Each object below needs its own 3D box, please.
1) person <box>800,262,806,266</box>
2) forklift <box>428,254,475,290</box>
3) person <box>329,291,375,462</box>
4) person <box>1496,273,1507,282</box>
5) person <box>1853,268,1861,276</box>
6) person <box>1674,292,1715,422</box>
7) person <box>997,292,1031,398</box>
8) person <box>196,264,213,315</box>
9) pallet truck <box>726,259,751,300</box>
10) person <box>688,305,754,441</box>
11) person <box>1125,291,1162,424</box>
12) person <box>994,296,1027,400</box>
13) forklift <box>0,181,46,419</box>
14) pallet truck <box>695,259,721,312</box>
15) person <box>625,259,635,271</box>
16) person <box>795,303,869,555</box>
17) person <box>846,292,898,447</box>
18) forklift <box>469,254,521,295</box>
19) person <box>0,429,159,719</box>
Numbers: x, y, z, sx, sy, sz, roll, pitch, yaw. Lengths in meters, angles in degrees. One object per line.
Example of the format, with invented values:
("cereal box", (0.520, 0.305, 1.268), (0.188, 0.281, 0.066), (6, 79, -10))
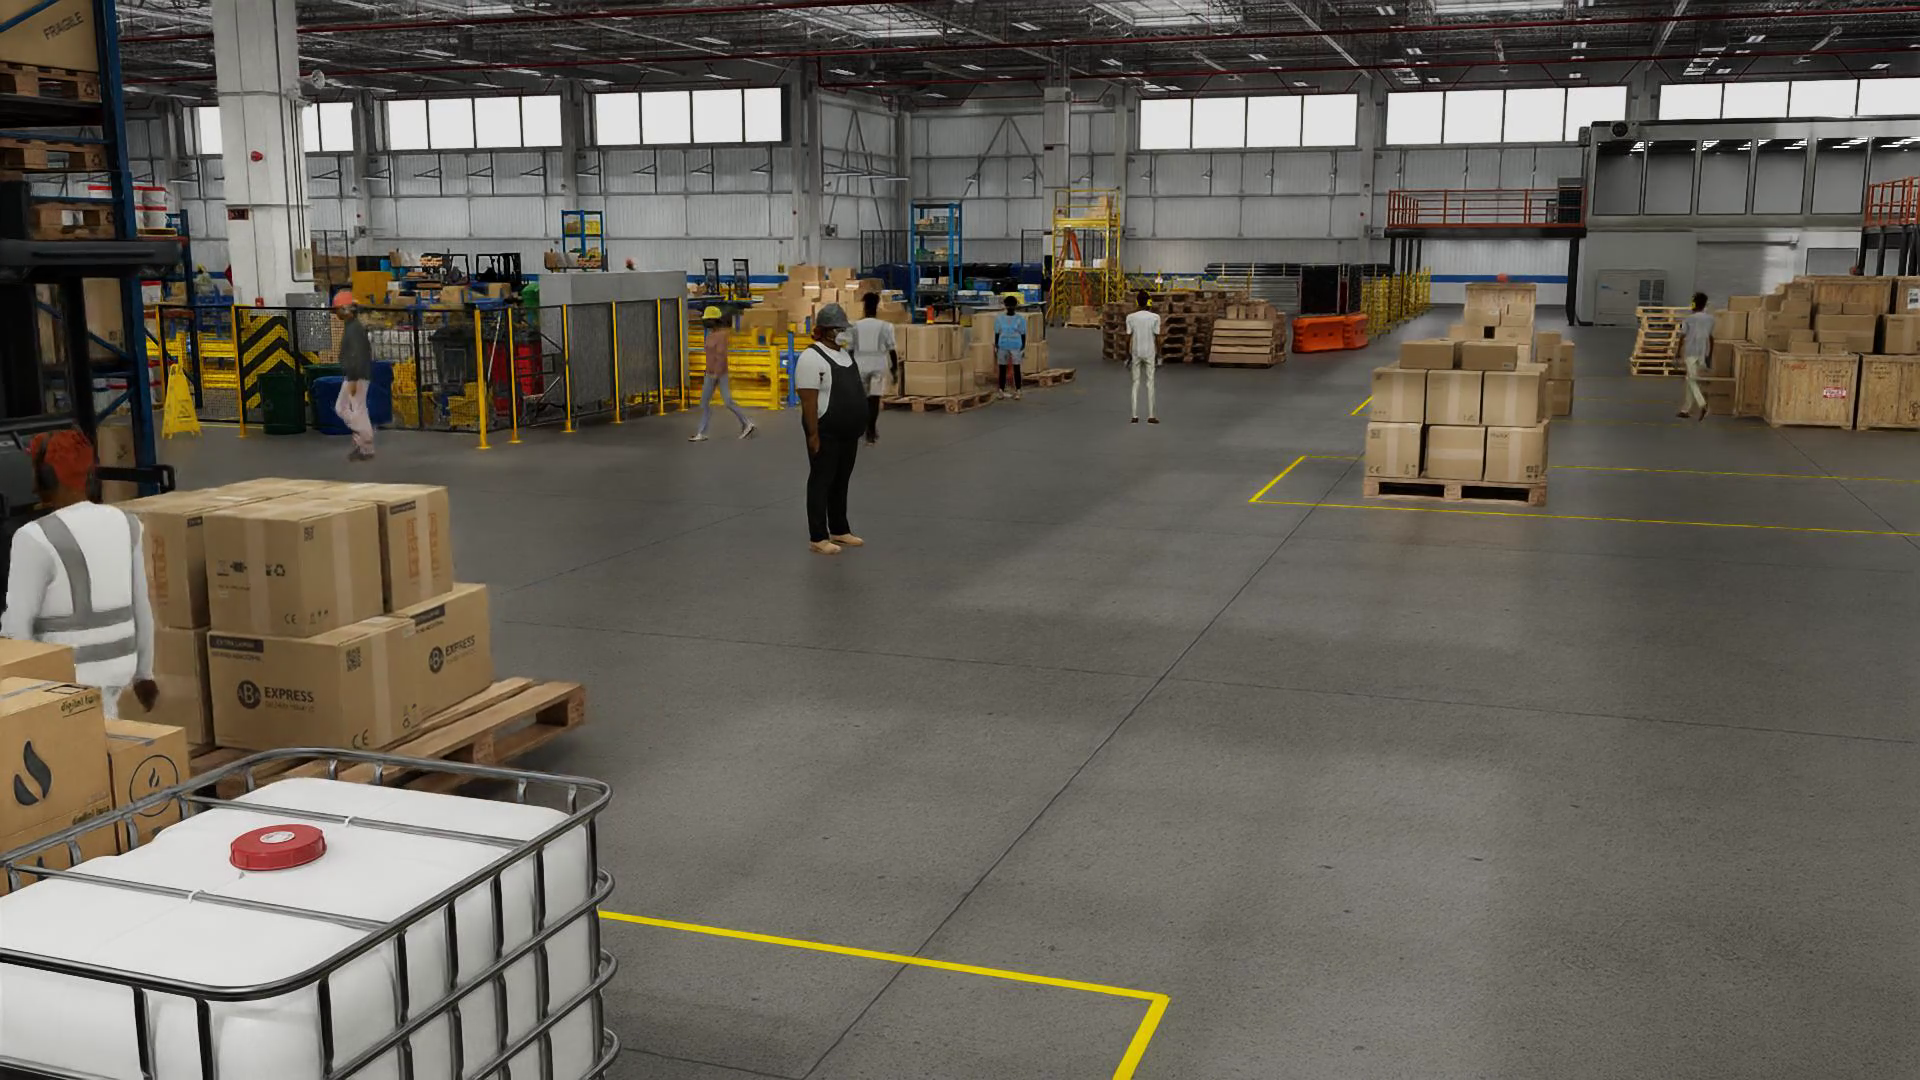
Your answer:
("person", (-5.736, -9.259, 61.087), (0.987, 1.854, 0.656), (-2, 10, -9))
("forklift", (-20.133, -10.254, 65.465), (1.157, 1.987, 2.680), (3, 11, 19))
("person", (-6.986, -1.861, 19.123), (0.453, 1.963, 0.640), (-5, 11, -26))
("person", (11.518, -4.723, 35.400), (0.553, 1.919, 0.809), (1, 10, 6))
("person", (25.226, -6.760, 47.044), (0.345, 1.860, 0.690), (4, 11, 23))
("person", (10.509, -2.610, 23.724), (0.523, 1.843, 0.859), (-2, 10, -10))
("person", (0.937, -3.194, 27.328), (0.793, 1.722, 0.522), (-4, 11, -21))
("person", (-27.077, -8.942, 59.433), (0.618, 1.807, 0.641), (5, 11, 27))
("pallet truck", (-7.986, -9.493, 62.019), (0.823, 1.965, 1.885), (3, 11, 17))
("person", (-3.075, -2.142, 21.341), (0.836, 1.736, 0.520), (-8, 13, -38))
("person", (2.567, -2.545, 23.268), (0.518, 1.865, 0.326), (3, 10, 15))
("person", (0.812, -3.094, 26.856), (0.536, 1.694, 0.320), (2, 10, 13))
("forklift", (-5.054, -0.403, 8.343), (1.873, 2.768, 1.129), (3, 11, 19))
("pallet truck", (-9.165, -9.627, 62.776), (0.823, 1.965, 1.885), (4, 11, 23))
("person", (-11.314, -8.721, 57.645), (0.915, 2.018, 0.614), (-5, 11, -28))
("person", (-1.004, -0.914, 13.582), (0.539, 2.000, 0.688), (5, 11, 26))
("person", (-1.111, -2.138, 20.827), (0.620, 1.928, 0.996), (2, 10, 9))
("forklift", (-17.990, -10.121, 64.684), (1.157, 1.987, 2.680), (3, 11, 17))
("person", (-3.255, 0.504, 6.188), (0.987, 1.836, 0.596), (2, 10, 9))
